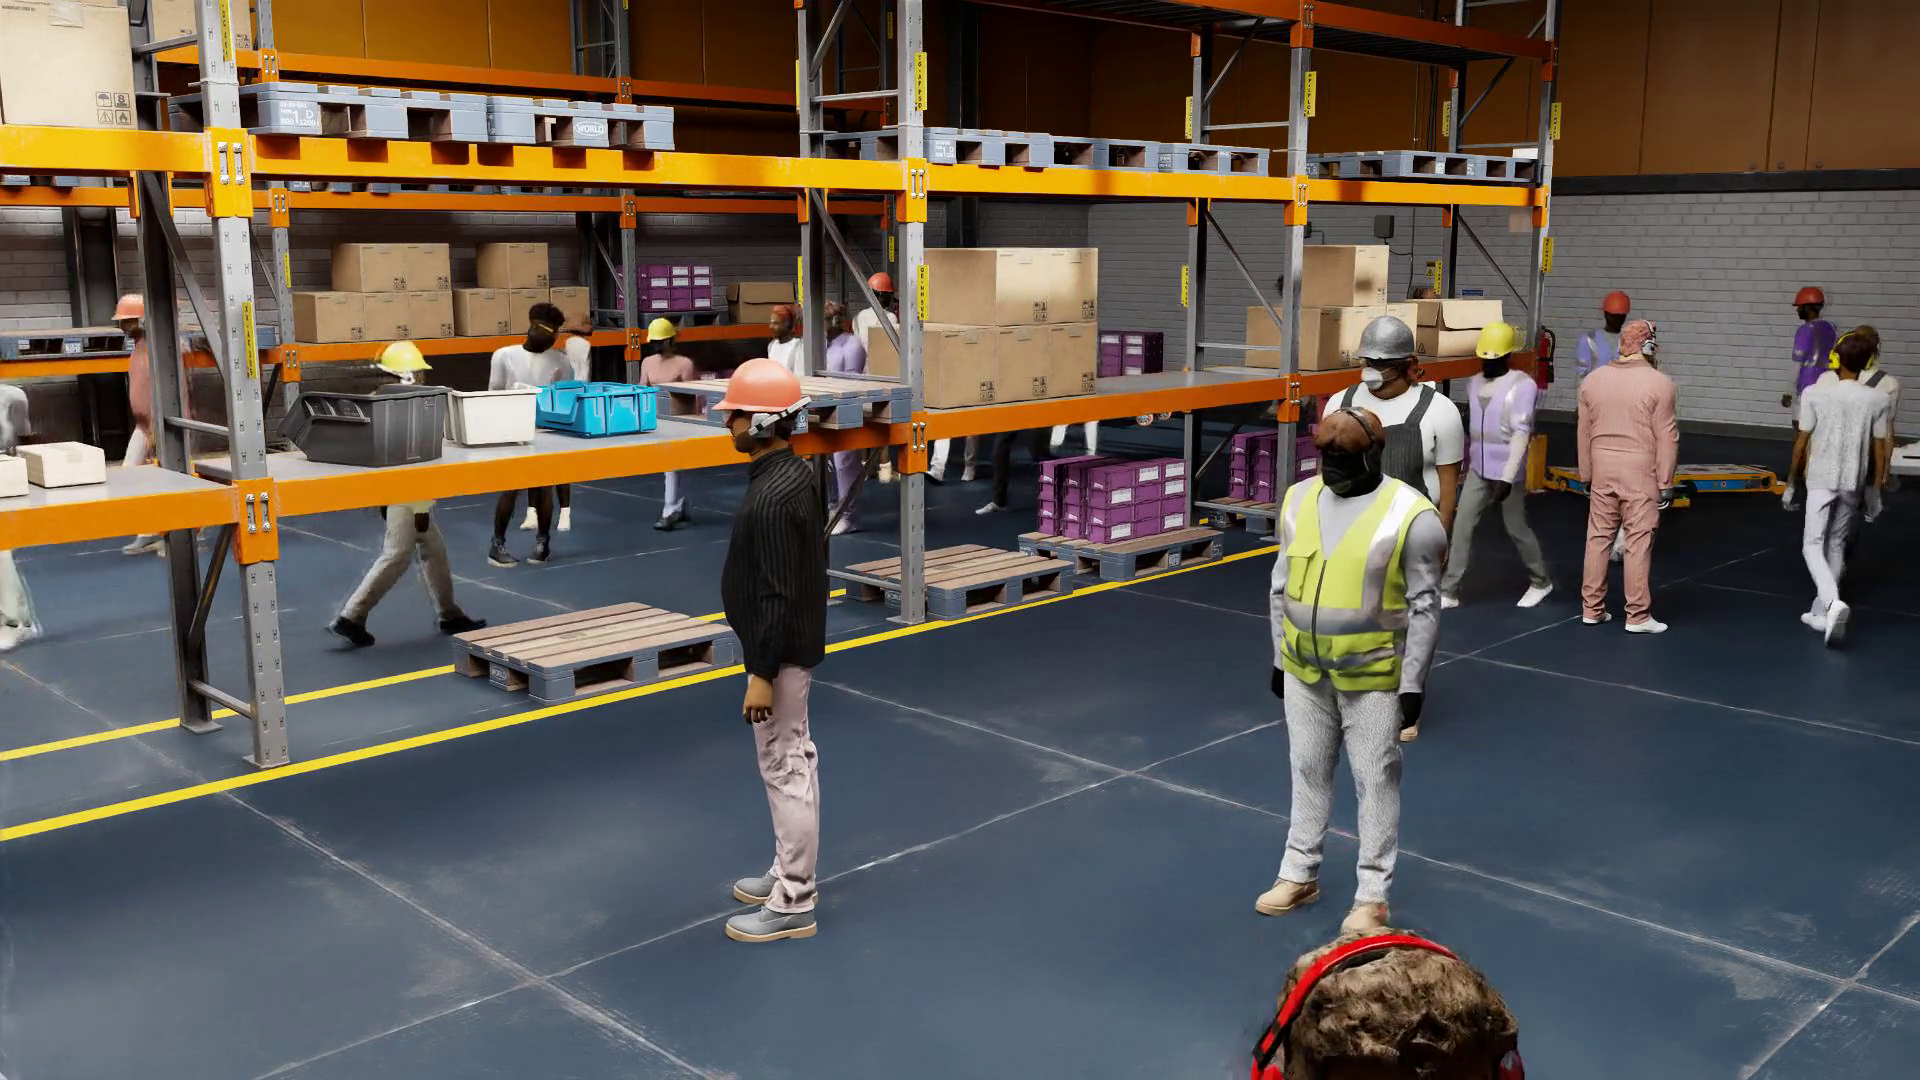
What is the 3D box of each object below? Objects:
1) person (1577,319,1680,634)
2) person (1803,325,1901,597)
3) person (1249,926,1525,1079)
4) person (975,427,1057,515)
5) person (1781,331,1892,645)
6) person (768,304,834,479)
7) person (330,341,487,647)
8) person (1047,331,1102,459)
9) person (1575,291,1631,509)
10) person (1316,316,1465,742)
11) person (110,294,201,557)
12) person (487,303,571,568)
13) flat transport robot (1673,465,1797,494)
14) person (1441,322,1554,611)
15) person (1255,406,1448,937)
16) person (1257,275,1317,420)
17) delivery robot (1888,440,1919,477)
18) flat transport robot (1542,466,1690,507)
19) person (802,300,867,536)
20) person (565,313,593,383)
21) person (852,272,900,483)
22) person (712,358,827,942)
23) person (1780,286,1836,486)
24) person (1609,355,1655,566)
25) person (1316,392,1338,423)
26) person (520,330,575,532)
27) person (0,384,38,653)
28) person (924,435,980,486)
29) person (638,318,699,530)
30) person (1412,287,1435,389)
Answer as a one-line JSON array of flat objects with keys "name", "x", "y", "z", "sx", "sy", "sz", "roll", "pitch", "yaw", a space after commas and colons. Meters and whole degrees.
[{"name": "person", "x": 4.068, "y": -0.383, "z": 10.115, "sx": 0.408, "sy": 1.903, "sz": 0.638, "roll": -7, "pitch": 13, "yaw": -35}, {"name": "person", "x": 5.957, "y": -0.526, "z": 11.129, "sx": 0.522, "sy": 1.819, "sz": 0.822, "roll": 4, "pitch": 11, "yaw": 19}, {"name": "person", "x": 0.359, "y": 1.211, "z": 1.641, "sx": 0.569, "sy": 1.824, "sz": 0.766, "roll": -2, "pitch": 11, "yaw": -10}, {"name": "person", "x": 0.598, "y": -1.164, "z": 14.445, "sx": 0.914, "sy": 1.881, "sz": 0.590, "roll": -7, "pitch": 12, "yaw": -33}, {"name": "person", "x": 5.219, "y": -0.314, "z": 9.898, "sx": 0.519, "sy": 1.850, "sz": 0.823, "roll": 1, "pitch": 10, "yaw": 7}, {"name": "person", "x": -1.408, "y": -1.093, "z": 14.186, "sx": 0.999, "sy": 1.839, "sz": 0.588, "roll": -9, "pitch": 14, "yaw": -41}, {"name": "person", "x": -3.309, "y": -0.273, "z": 9.806, "sx": 0.894, "sy": 1.802, "sz": 0.598, "roll": -6, "pitch": 12, "yaw": -29}, {"name": "person", "x": 1.137, "y": -1.573, "z": 16.922, "sx": 0.591, "sy": 1.776, "sz": 0.933, "roll": 7, "pitch": 12, "yaw": 33}, {"name": "person", "x": 5.695, "y": -1.203, "z": 14.524, "sx": 0.557, "sy": 1.916, "sz": 0.638, "roll": 2, "pitch": 11, "yaw": 10}, {"name": "person", "x": 1.999, "y": -0.052, "z": 7.930, "sx": 0.687, "sy": 2.000, "sz": 0.535, "roll": 6, "pitch": 12, "yaw": 30}, {"name": "person", "x": -6.038, "y": -0.831, "z": 12.374, "sx": 0.636, "sy": 1.972, "sz": 0.645, "roll": 9, "pitch": 14, "yaw": 41}, {"name": "person", "x": -3.161, "y": -0.773, "z": 12.217, "sx": 0.674, "sy": 1.916, "sz": 0.411, "roll": -6, "pitch": 12, "yaw": -28}, {"name": "flat transport robot", "x": 6.974, "y": -0.568, "z": 15.571, "sx": 1.431, "sy": 0.197, "sz": 0.652, "roll": -1, "pitch": 10, "yaw": -4}, {"name": "person", "x": 3.465, "y": -0.464, "z": 10.644, "sx": 0.909, "sy": 1.874, "sz": 0.578, "roll": -6, "pitch": 12, "yaw": -32}, {"name": "person", "x": 1.329, "y": 0.453, "z": 5.740, "sx": 0.624, "sy": 1.836, "sz": 0.430, "roll": 10, "pitch": 14, "yaw": 43}, {"name": "person", "x": 4.266, "y": -2.476, "z": 21.503, "sx": 0.819, "sy": 1.917, "sz": 0.634, "roll": 8, "pitch": 13, "yaw": 37}, {"name": "delivery robot", "x": 9.046, "y": -0.755, "z": 15.562, "sx": 0.707, "sy": 0.478, "sz": 0.477, "roll": 5, "pitch": 11, "yaw": 24}, {"name": "flat transport robot", "x": 5.966, "y": -0.498, "z": 15.186, "sx": 0.652, "sy": 0.197, "sz": 1.431, "roll": -1, "pitch": 11, "yaw": -8}, {"name": "person", "x": -1.013, "y": -0.968, "z": 13.335, "sx": 0.418, "sy": 1.890, "sz": 0.658, "roll": -10, "pitch": 14, "yaw": -42}, {"name": "person", "x": -4.012, "y": -1.614, "z": 17.668, "sx": 0.901, "sy": 1.580, "sz": 0.514, "roll": -9, "pitch": 14, "yaw": -42}, {"name": "person", "x": -0.783, "y": -1.582, "z": 16.261, "sx": 0.389, "sy": 2.045, "sz": 0.606, "roll": -9, "pitch": 14, "yaw": -42}, {"name": "person", "x": -0.641, "y": 0.377, "z": 5.715, "sx": 0.377, "sy": 1.995, "sz": 0.608, "roll": 0, "pitch": 10, "yaw": 0}, {"name": "person", "x": 8.146, "y": -1.475, "z": 16.017, "sx": 0.558, "sy": 1.919, "sz": 0.430, "roll": -9, "pitch": 13, "yaw": -39}, {"name": "person", "x": 4.872, "y": -0.607, "z": 12.159, "sx": 0.863, "sy": 1.593, "sz": 0.536, "roll": -7, "pitch": 13, "yaw": -34}, {"name": "person", "x": 3.698, "y": -1.465, "z": 16.379, "sx": 0.327, "sy": 1.769, "sz": 0.525, "roll": -6, "pitch": 12, "yaw": -30}, {"name": "person", "x": -3.386, "y": -0.912, "z": 13.553, "sx": 0.533, "sy": 1.698, "sz": 0.318, "roll": 1, "pitch": 10, "yaw": 4}, {"name": "person", "x": -5.625, "y": -0.259, "z": 9.593, "sx": 0.557, "sy": 1.843, "sz": 0.628, "roll": 3, "pitch": 11, "yaw": 16}, {"name": "person", "x": -0.043, "y": -1.449, "z": 15.999, "sx": 0.658, "sy": 1.863, "sz": 0.966, "roll": 4, "pitch": 11, "yaw": 20}, {"name": "person", "x": -2.444, "y": -0.944, "z": 13.639, "sx": 0.540, "sy": 1.737, "sz": 0.697, "roll": 7, "pitch": 12, "yaw": 32}, {"name": "person", "x": 5.037, "y": -1.841, "z": 18.224, "sx": 0.429, "sy": 1.842, "sz": 0.637, "roll": 8, "pitch": 13, "yaw": 38}]
